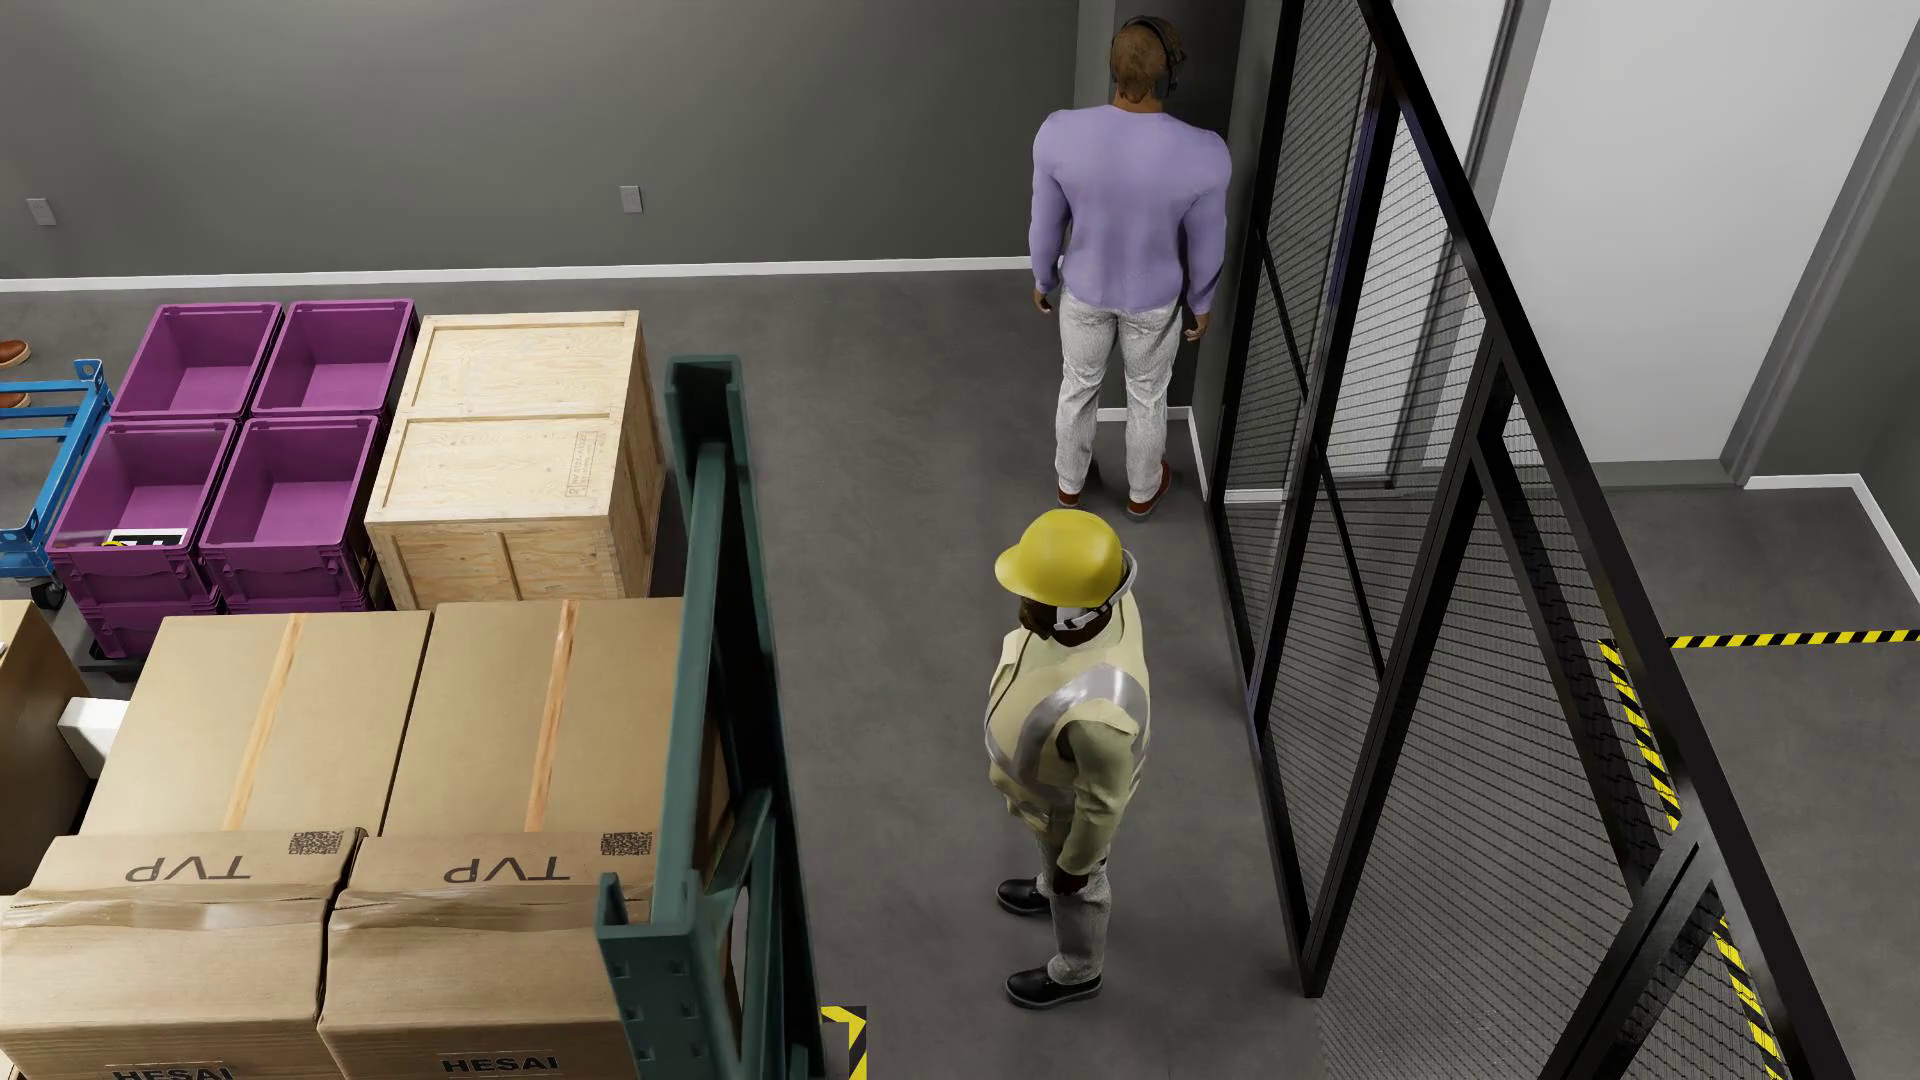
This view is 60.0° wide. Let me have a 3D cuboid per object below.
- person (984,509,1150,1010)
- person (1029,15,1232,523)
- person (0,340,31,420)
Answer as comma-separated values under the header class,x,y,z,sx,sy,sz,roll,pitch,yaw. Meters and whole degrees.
class,x,y,z,sx,sy,sz,roll,pitch,yaw
person,0.261,0.591,4.265,0.404,1.830,0.601,-2,46,-2
person,0.545,-0.841,5.560,0.637,1.936,0.355,10,47,9
person,-3.911,-1.298,5.957,0.377,1.995,0.612,-14,48,-13
